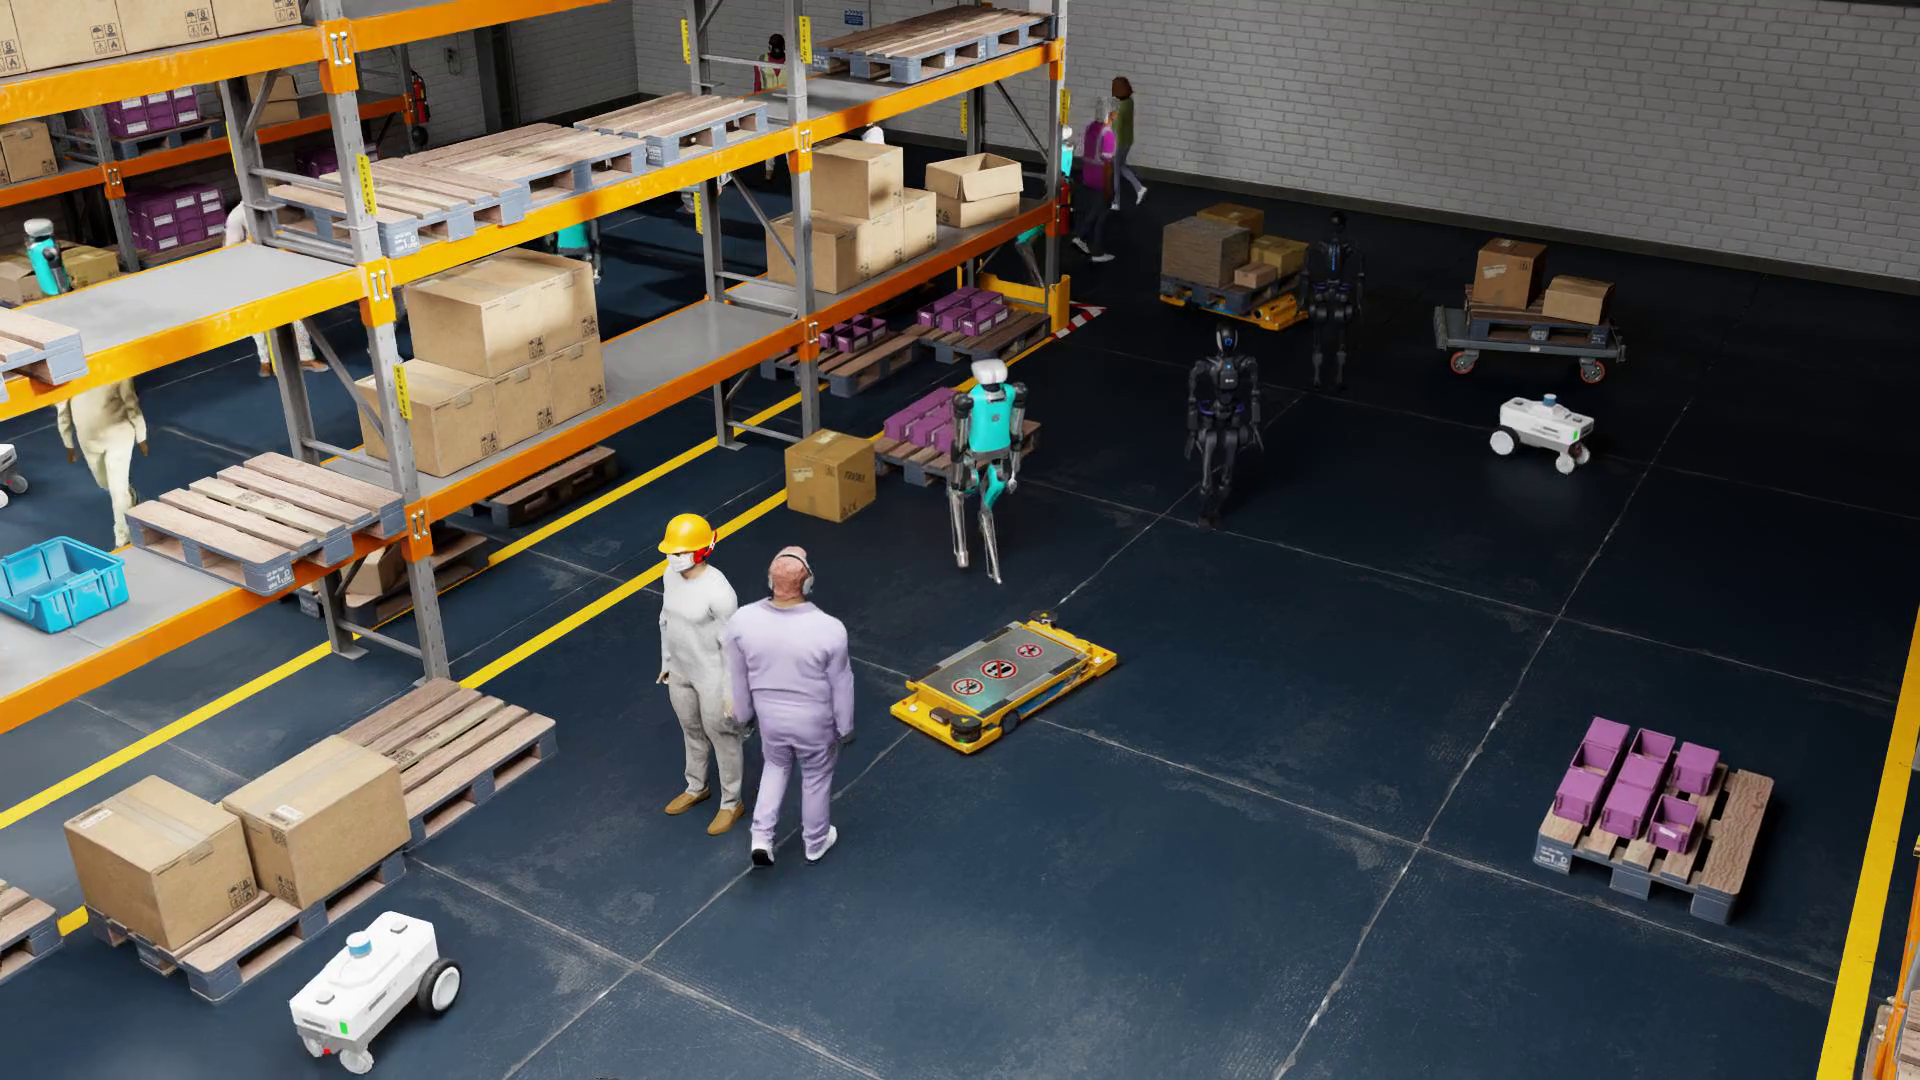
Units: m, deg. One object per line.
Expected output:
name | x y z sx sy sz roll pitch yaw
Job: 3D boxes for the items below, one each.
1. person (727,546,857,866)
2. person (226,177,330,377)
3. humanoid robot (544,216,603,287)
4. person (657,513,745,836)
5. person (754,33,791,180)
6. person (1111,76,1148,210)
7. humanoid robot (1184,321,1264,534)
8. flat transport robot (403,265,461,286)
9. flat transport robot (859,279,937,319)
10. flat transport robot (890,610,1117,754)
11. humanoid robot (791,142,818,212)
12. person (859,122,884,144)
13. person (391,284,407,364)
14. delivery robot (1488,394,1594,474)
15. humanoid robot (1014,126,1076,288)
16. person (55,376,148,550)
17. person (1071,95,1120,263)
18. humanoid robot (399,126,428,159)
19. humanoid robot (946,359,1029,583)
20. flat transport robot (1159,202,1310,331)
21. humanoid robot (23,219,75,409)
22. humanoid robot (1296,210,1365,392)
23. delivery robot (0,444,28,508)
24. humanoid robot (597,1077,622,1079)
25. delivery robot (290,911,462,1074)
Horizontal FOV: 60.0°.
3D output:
person | -0.856 0.913 8.605 0.651 1.889 0.537 8 28 15
person | -6.300 -2.372 15.068 0.711 1.903 0.853 24 35 38
humanoid robot | -3.638 -2.601 15.701 0.575 1.750 0.794 -5 27 -10
person | -1.404 0.715 8.995 0.565 1.897 0.359 19 33 33
person | -2.338 -5.588 21.469 0.630 1.846 0.429 -3 27 -5
person | 1.995 -4.785 20.119 0.489 1.616 0.507 12 29 23
humanoid robot | 1.955 -0.816 12.250 0.601 1.653 0.405 -4 27 -8
flat transport robot | -5.223 -2.682 17.482 1.431 0.231 0.659 -19 33 -33
flat transport robot | -0.894 -2.530 17.184 0.659 0.231 1.431 16 31 28
flat transport robot | 0.294 0.874 10.476 0.659 0.231 1.431 23 35 38
humanoid robot | -1.474 -3.250 17.054 0.591 1.653 0.343 11 29 21
person | -1.043 -3.981 18.409 0.410 1.736 0.592 2 27 5
person | -5.306 -2.451 15.196 0.468 1.936 0.492 -4 27 -8
delivery robot | 4.789 -0.909 13.689 0.805 0.609 0.499 24 35 39
humanoid robot | 0.812 -3.447 17.358 0.712 1.778 0.536 13 30 24
person | -6.216 -0.771 12.108 0.564 1.718 0.806 -3 27 -6
person | 1.524 -3.956 18.265 0.438 1.826 0.550 -13 30 -25
humanoid robot | -5.692 -3.559 17.663 0.595 1.650 0.492 0 27 1
humanoid robot | 0.101 -0.510 11.592 0.543 1.756 0.841 -11 29 -20
flat transport robot | 2.822 -2.455 17.036 1.431 0.231 0.659 22 34 36
humanoid robot | -7.619 -1.973 14.470 0.551 1.740 0.999 23 35 38
humanoid robot | 3.310 -2.128 14.842 0.601 1.661 0.332 7 28 14
delivery robot | -7.761 -0.560 12.979 0.782 0.589 0.499 2 27 4
humanoid robot | -1.144 2.513 5.690 0.616 1.642 0.364 -1 27 -3
delivery robot | -2.762 2.078 7.779 0.525 0.588 0.759 10 29 19
